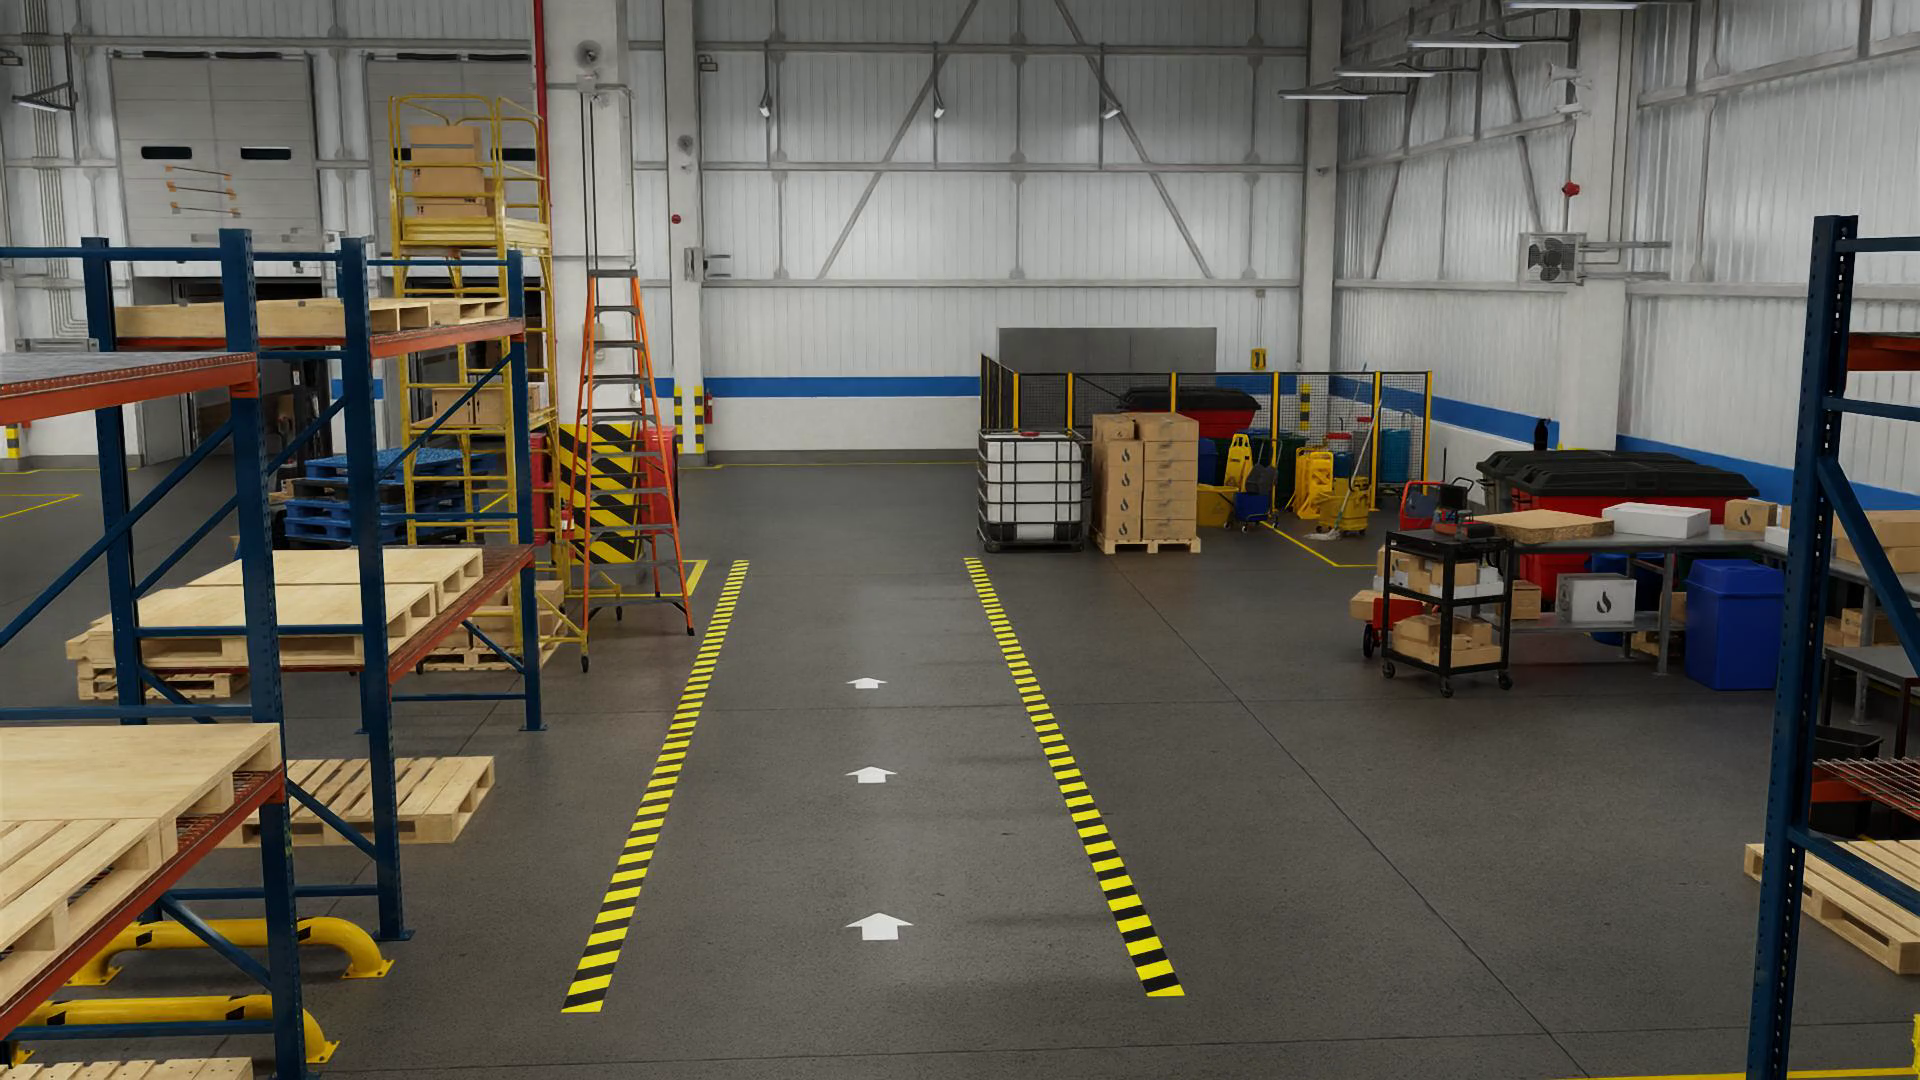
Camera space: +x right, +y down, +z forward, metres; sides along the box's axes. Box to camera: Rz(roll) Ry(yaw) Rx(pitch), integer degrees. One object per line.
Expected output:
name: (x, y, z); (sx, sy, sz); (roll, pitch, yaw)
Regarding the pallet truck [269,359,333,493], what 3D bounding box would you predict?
pallet truck: (-7.062, -1.131, 18.996); (1.885, 1.965, 0.823); (2, 9, 13)
